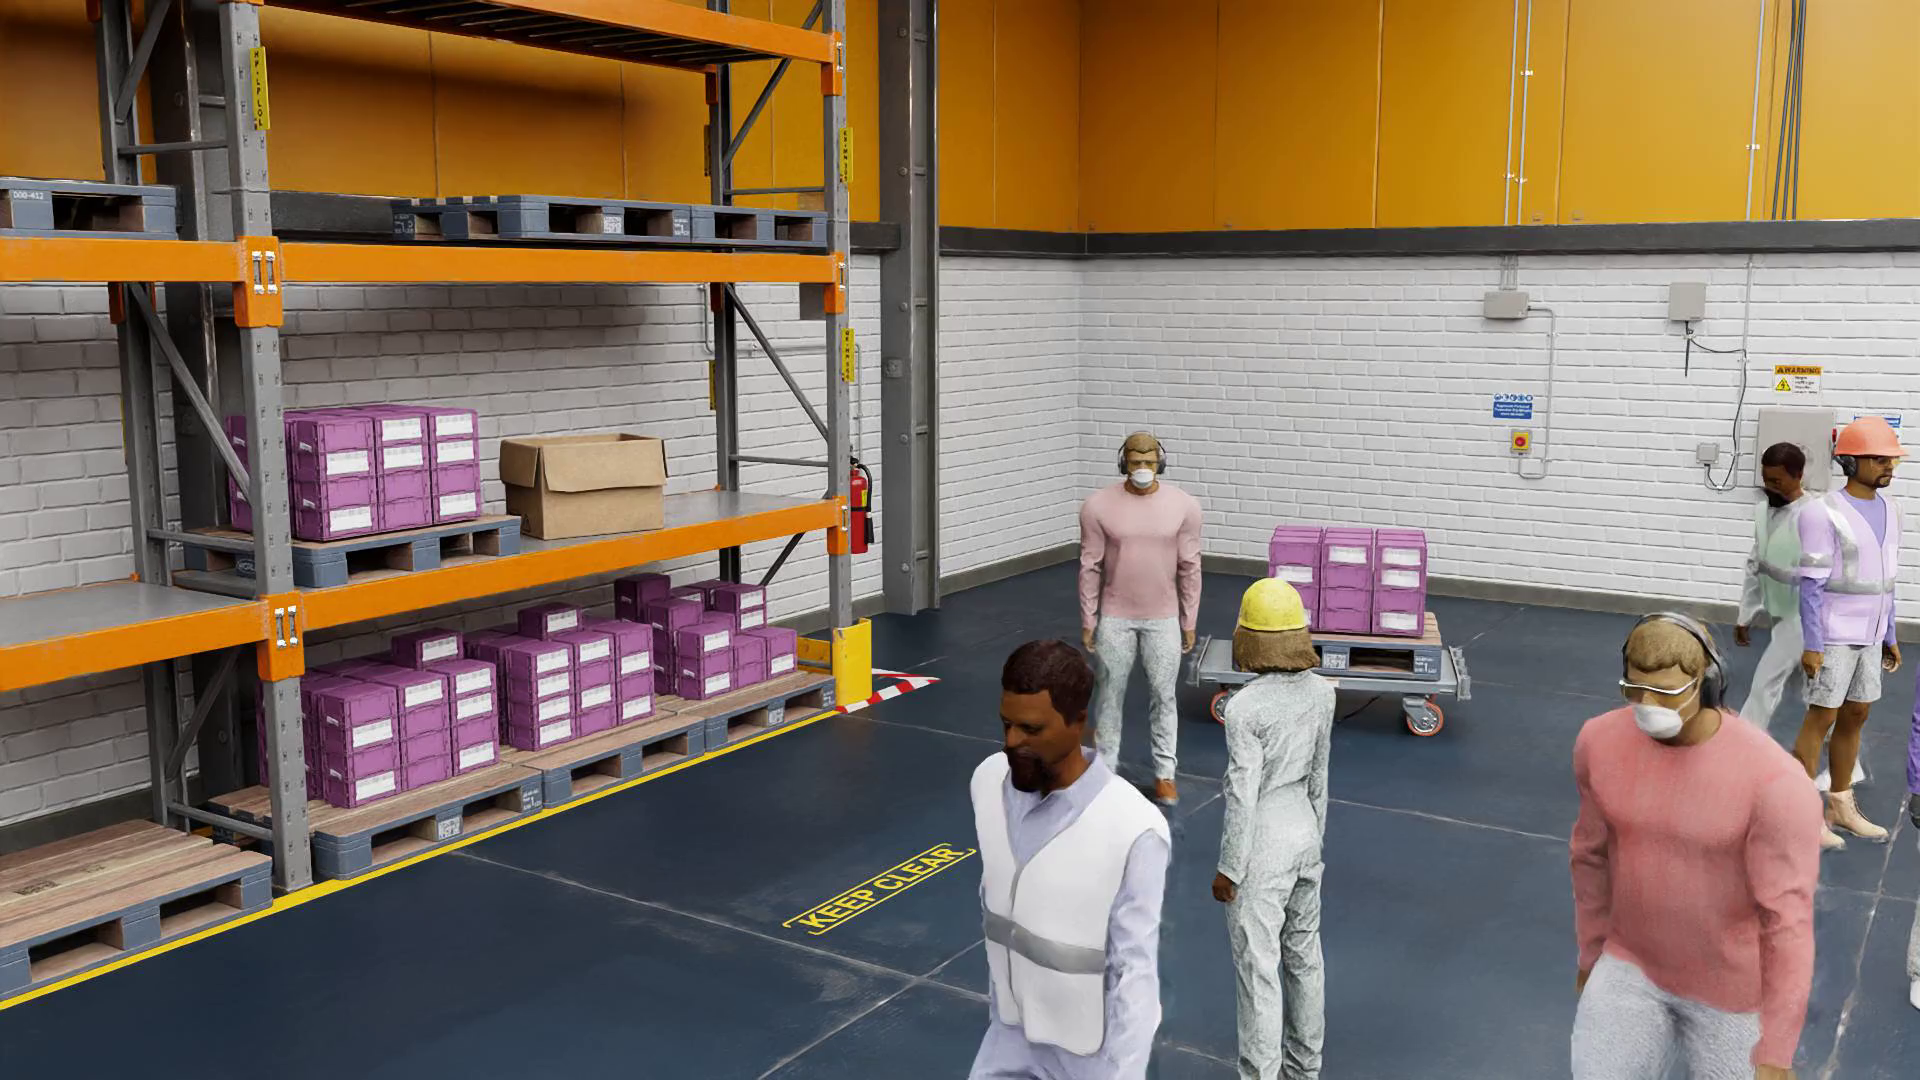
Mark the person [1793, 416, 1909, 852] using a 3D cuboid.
[{"bbox_3d":[4.215,0.437,7.855,0.607,2.048,0.367,-4,10,-25],"label":"person"}]

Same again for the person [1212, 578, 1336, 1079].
[{"bbox_3d":[0.979,0.983,5.294,0.493,1.742,0.291,-8,12,-41],"label":"person"}]

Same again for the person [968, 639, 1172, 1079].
[{"bbox_3d":[0.136,1.155,3.721,0.858,1.881,0.622,-7,11,-39],"label":"person"}]

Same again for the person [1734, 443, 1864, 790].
[{"bbox_3d":[4.315,0.416,8.655,1.001,1.853,0.606,0,9,1],"label":"person"}]

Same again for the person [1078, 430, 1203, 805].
[{"bbox_3d":[0.913,0.406,8.493,0.626,1.919,0.370,1,9,5],"label":"person"}]

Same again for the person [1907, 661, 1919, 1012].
[{"bbox_3d":[3.696,0.929,6.012,0.509,1.629,0.316,2,9,15],"label":"person"}]

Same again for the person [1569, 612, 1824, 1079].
[{"bbox_3d":[1.698,1.107,3.982,0.864,1.891,0.677,-7,11,-39],"label":"person"}]
